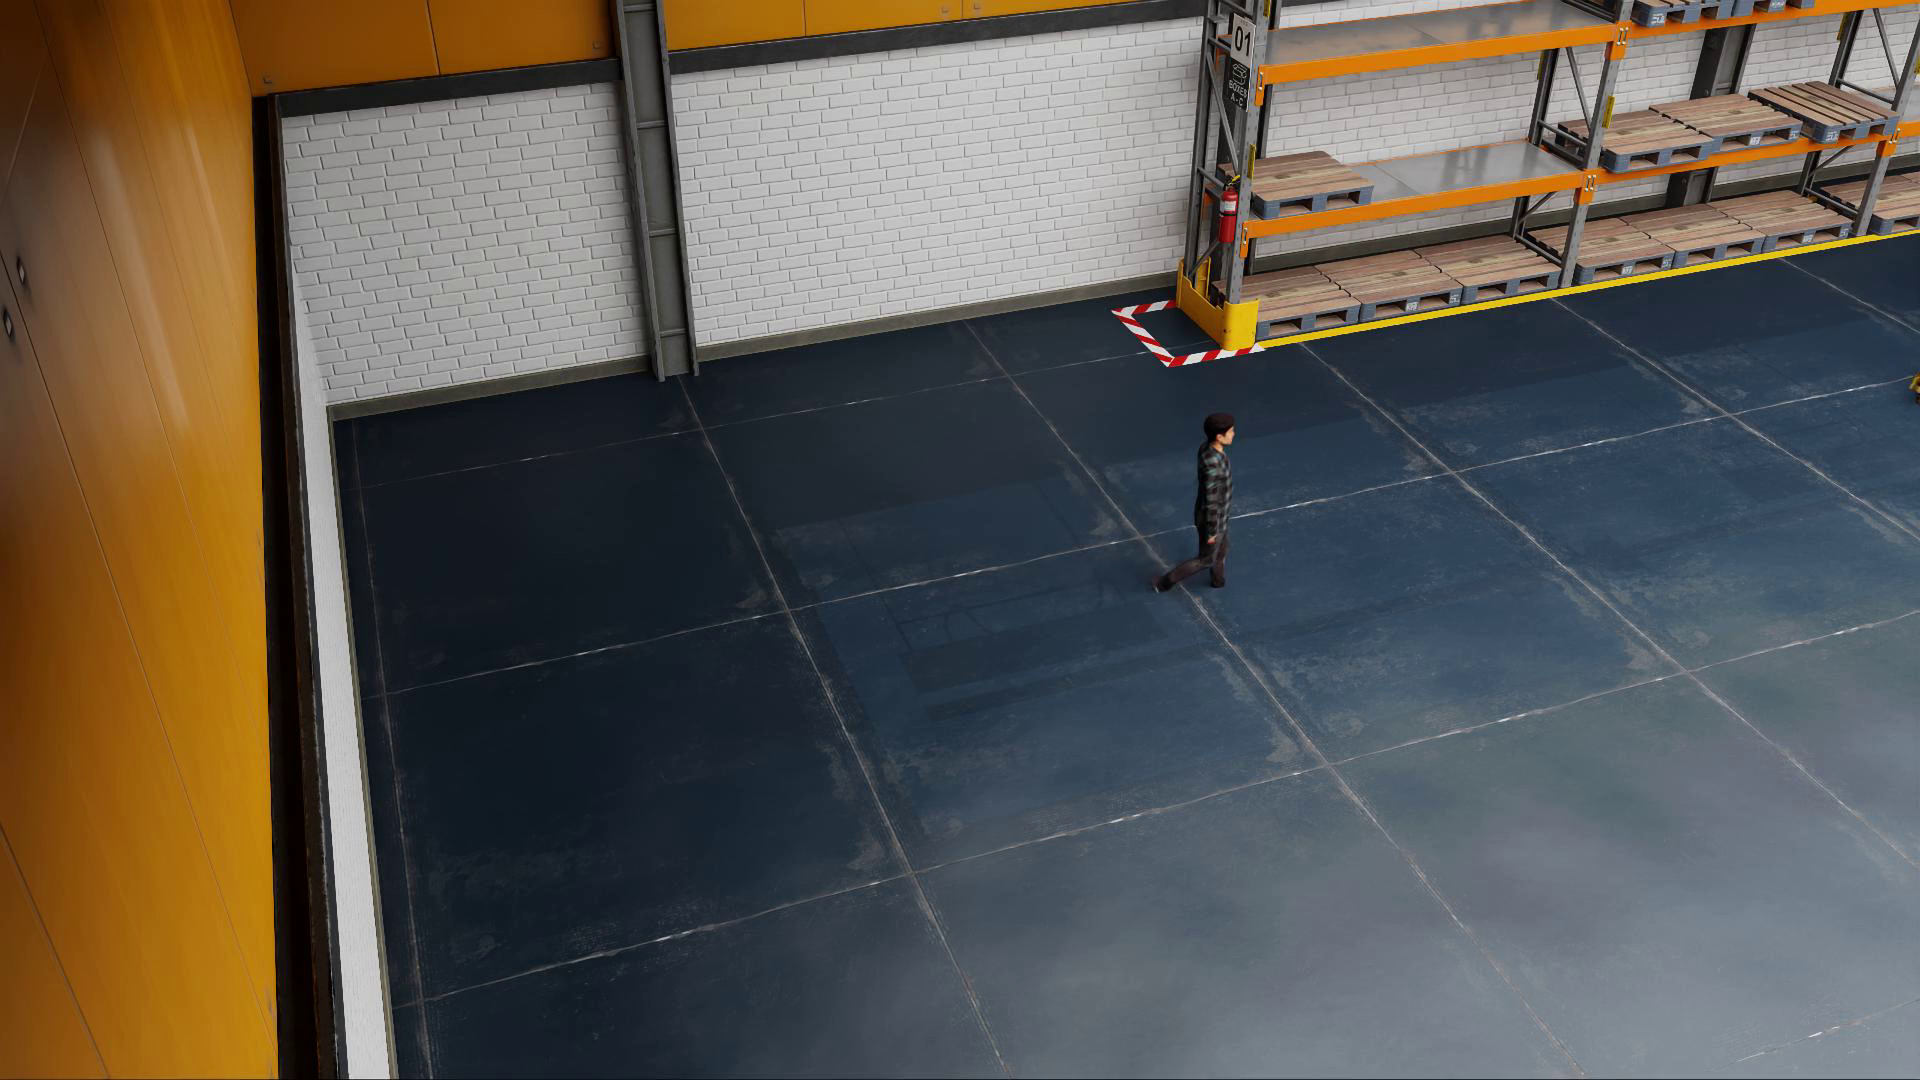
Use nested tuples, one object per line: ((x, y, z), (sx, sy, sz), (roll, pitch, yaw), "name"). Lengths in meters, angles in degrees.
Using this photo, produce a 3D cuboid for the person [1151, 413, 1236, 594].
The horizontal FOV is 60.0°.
((1.861, -0.202, 12.722), (1.089, 1.697, 0.945), (4, 34, 5), "person")
